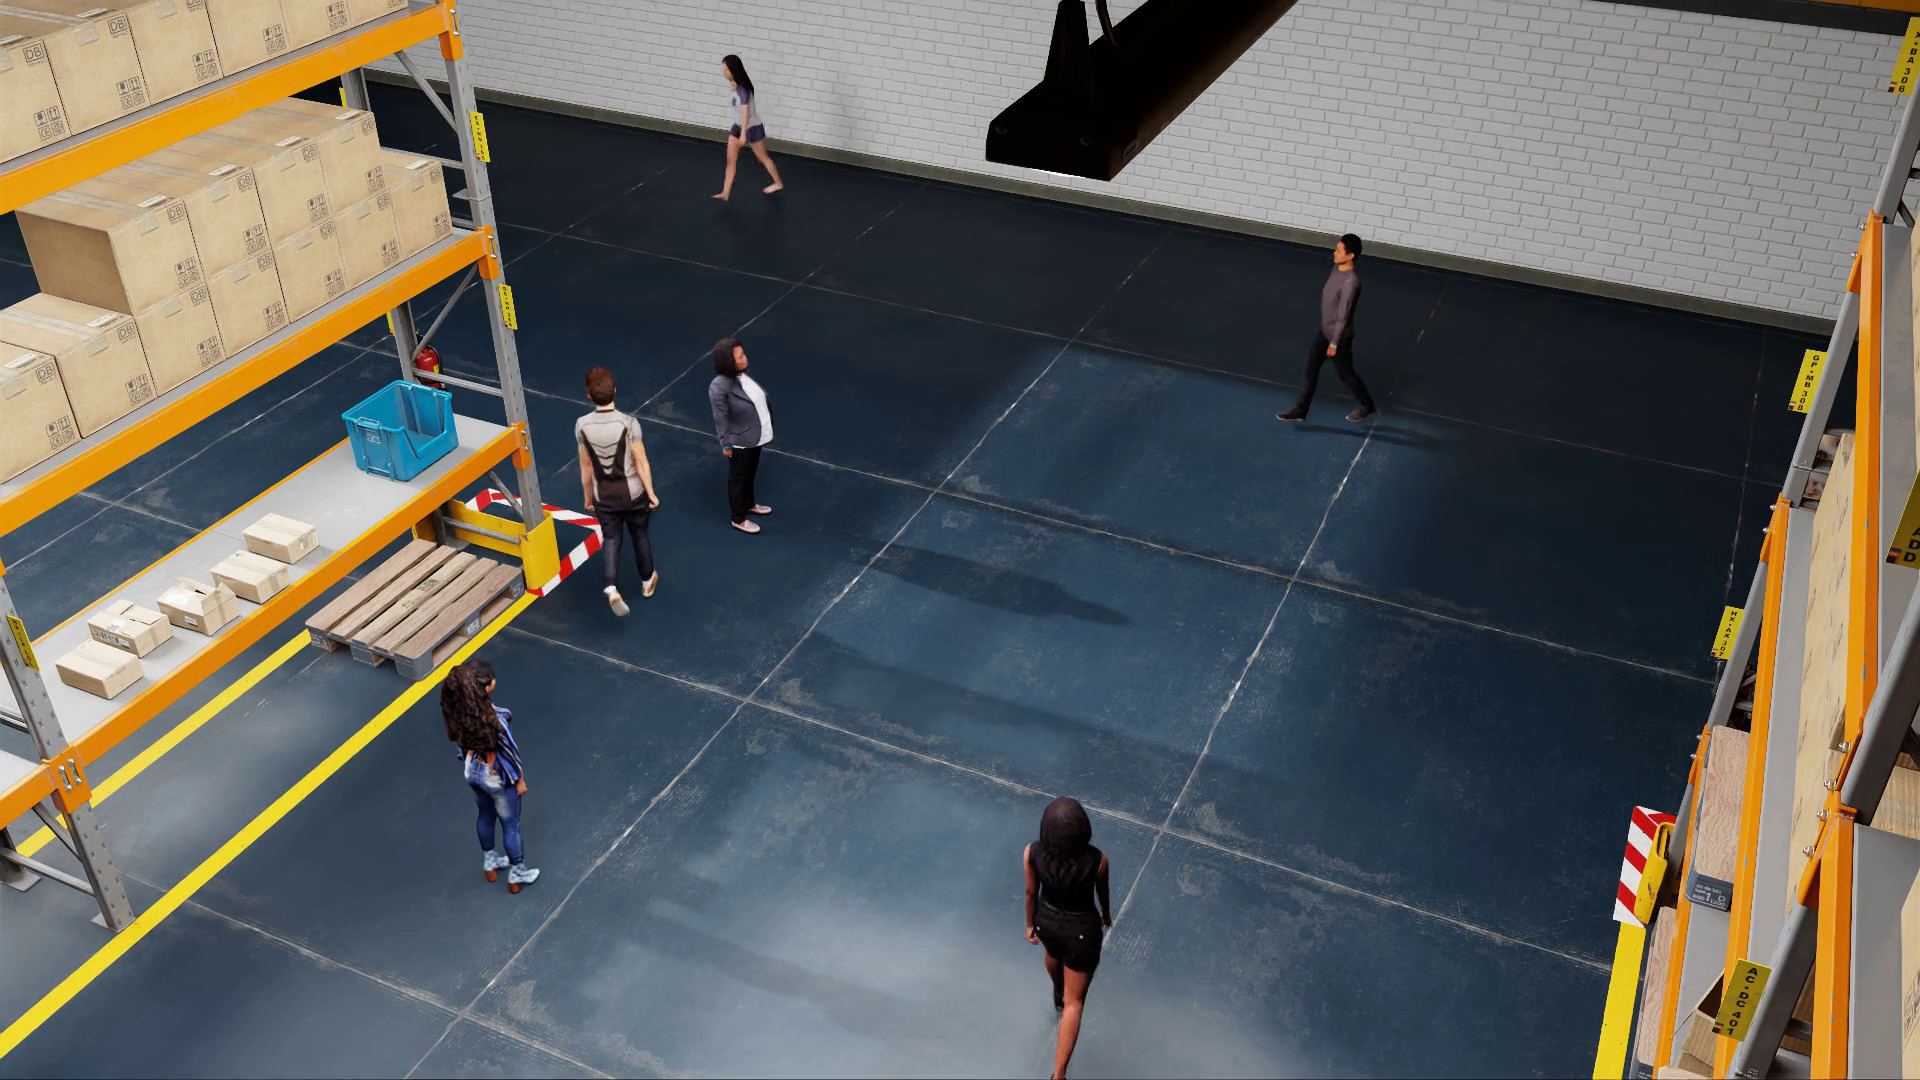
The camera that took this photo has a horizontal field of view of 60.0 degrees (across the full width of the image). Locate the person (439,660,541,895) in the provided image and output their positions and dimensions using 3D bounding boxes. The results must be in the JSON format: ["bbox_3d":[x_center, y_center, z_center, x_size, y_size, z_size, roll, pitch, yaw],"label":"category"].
[{"bbox_3d":[-2.686,1.347,9.539,0.633,1.621,0.575,19,38,26],"label":"person"}]

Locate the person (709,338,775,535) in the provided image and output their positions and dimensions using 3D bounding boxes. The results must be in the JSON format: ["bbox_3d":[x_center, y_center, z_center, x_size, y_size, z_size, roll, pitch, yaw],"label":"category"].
[{"bbox_3d":[-1.687,-0.828,12.834,0.776,1.596,0.650,8,35,12],"label":"person"}]

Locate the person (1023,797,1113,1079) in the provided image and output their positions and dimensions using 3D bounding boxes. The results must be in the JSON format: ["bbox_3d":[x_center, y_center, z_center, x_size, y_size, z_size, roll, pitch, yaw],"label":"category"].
[{"bbox_3d":[0.531,2.048,8.410,0.684,1.703,1.196,10,35,15],"label":"person"}]

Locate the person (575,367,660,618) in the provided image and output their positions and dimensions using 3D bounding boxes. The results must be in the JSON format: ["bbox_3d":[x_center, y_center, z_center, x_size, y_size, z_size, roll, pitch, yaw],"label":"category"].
[{"bbox_3d":[-2.442,-0.291,11.778,0.948,1.870,1.138,3,34,4],"label":"person"}]

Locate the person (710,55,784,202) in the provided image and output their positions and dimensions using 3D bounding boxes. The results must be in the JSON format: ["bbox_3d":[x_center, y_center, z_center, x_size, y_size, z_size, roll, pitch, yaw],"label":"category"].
[{"bbox_3d":[-2.287,-4.553,18.397,1.196,1.641,0.997,-16,37,-22],"label":"person"}]

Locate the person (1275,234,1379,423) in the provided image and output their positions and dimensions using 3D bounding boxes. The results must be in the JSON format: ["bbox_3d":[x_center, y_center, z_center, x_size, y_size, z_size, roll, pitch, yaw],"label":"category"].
[{"bbox_3d":[3.277,-1.734,14.075,1.073,1.731,1.162,-13,36,-19],"label":"person"}]
